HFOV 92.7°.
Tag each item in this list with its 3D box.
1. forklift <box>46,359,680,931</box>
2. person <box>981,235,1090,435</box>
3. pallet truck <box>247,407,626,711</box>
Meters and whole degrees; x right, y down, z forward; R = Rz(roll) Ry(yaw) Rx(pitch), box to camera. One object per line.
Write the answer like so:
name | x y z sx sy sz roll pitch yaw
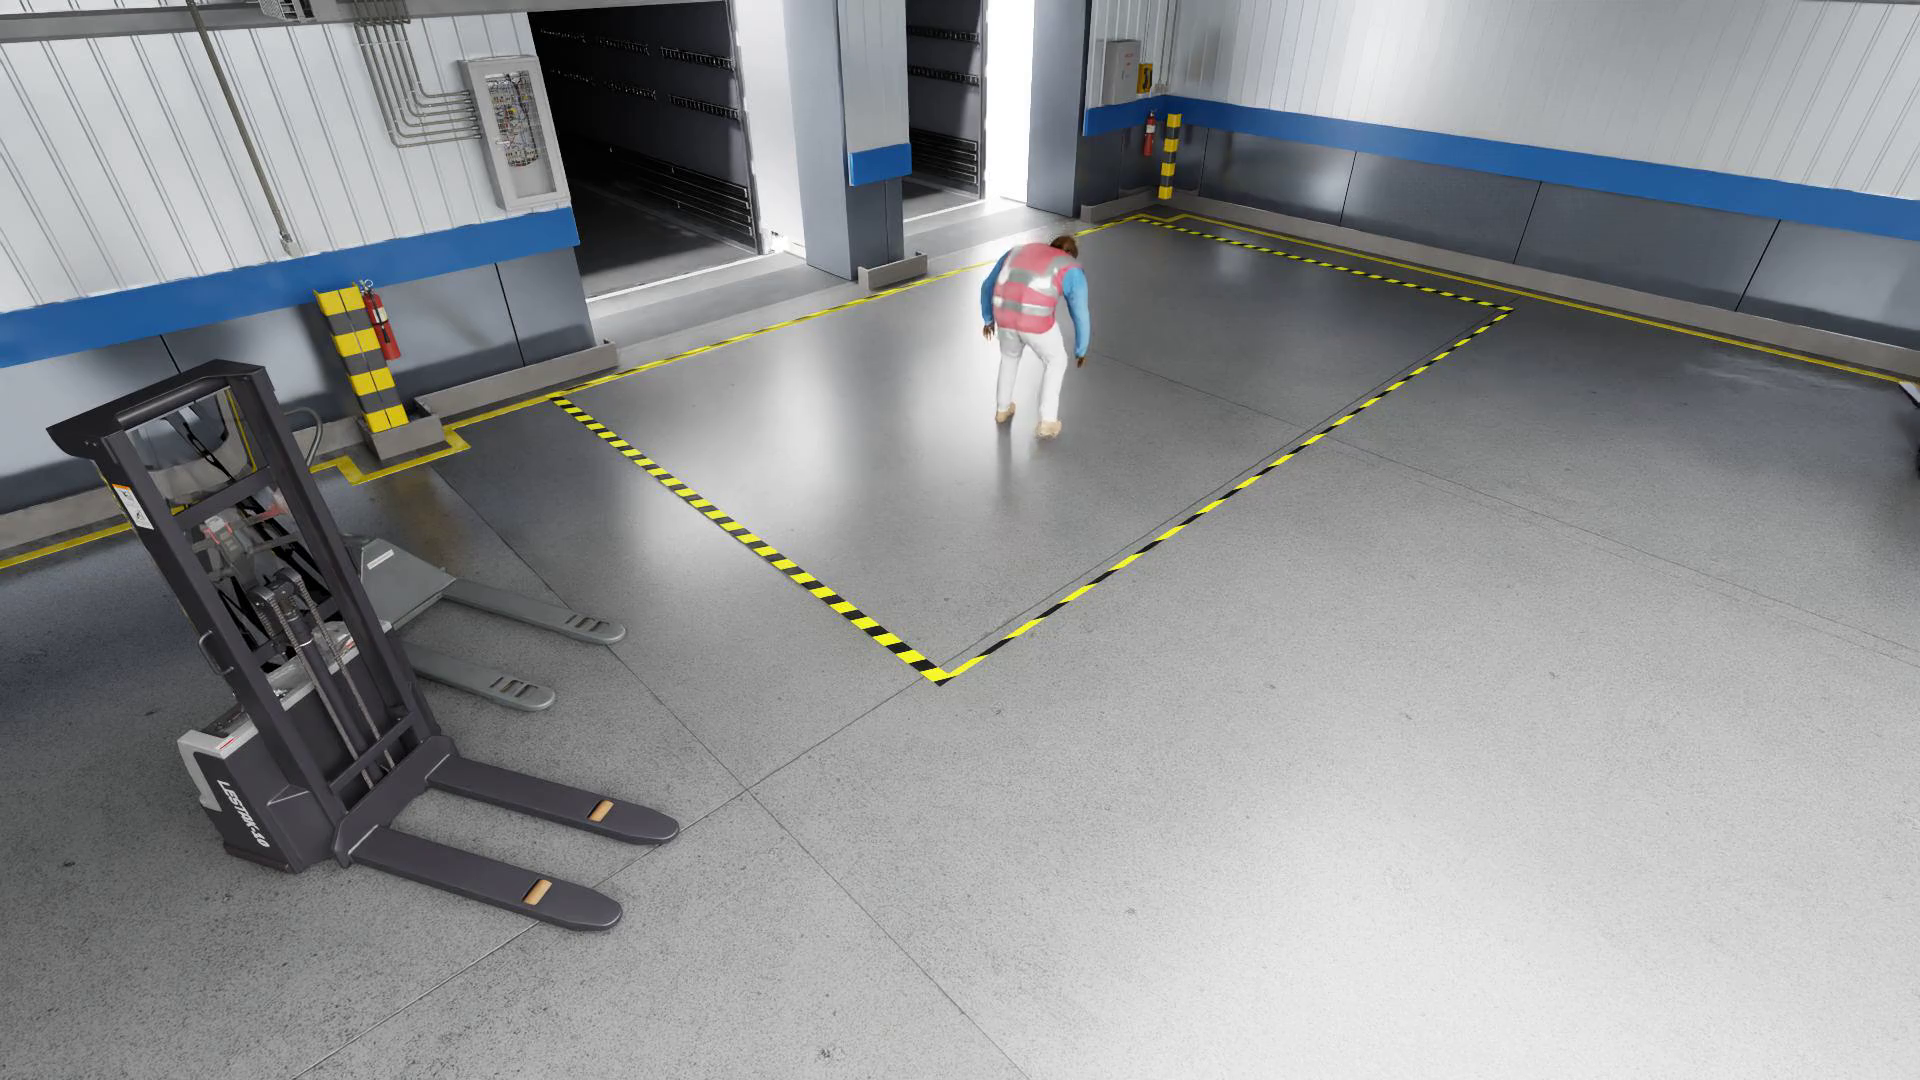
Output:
forklift | -2.135 0.422 3.354 1.885 1.965 0.823 10 35 14
person | 0.560 -1.524 6.831 0.852 1.324 0.911 18 38 24
pallet truck | -2.628 0.038 4.590 1.601 1.201 0.680 12 36 18
